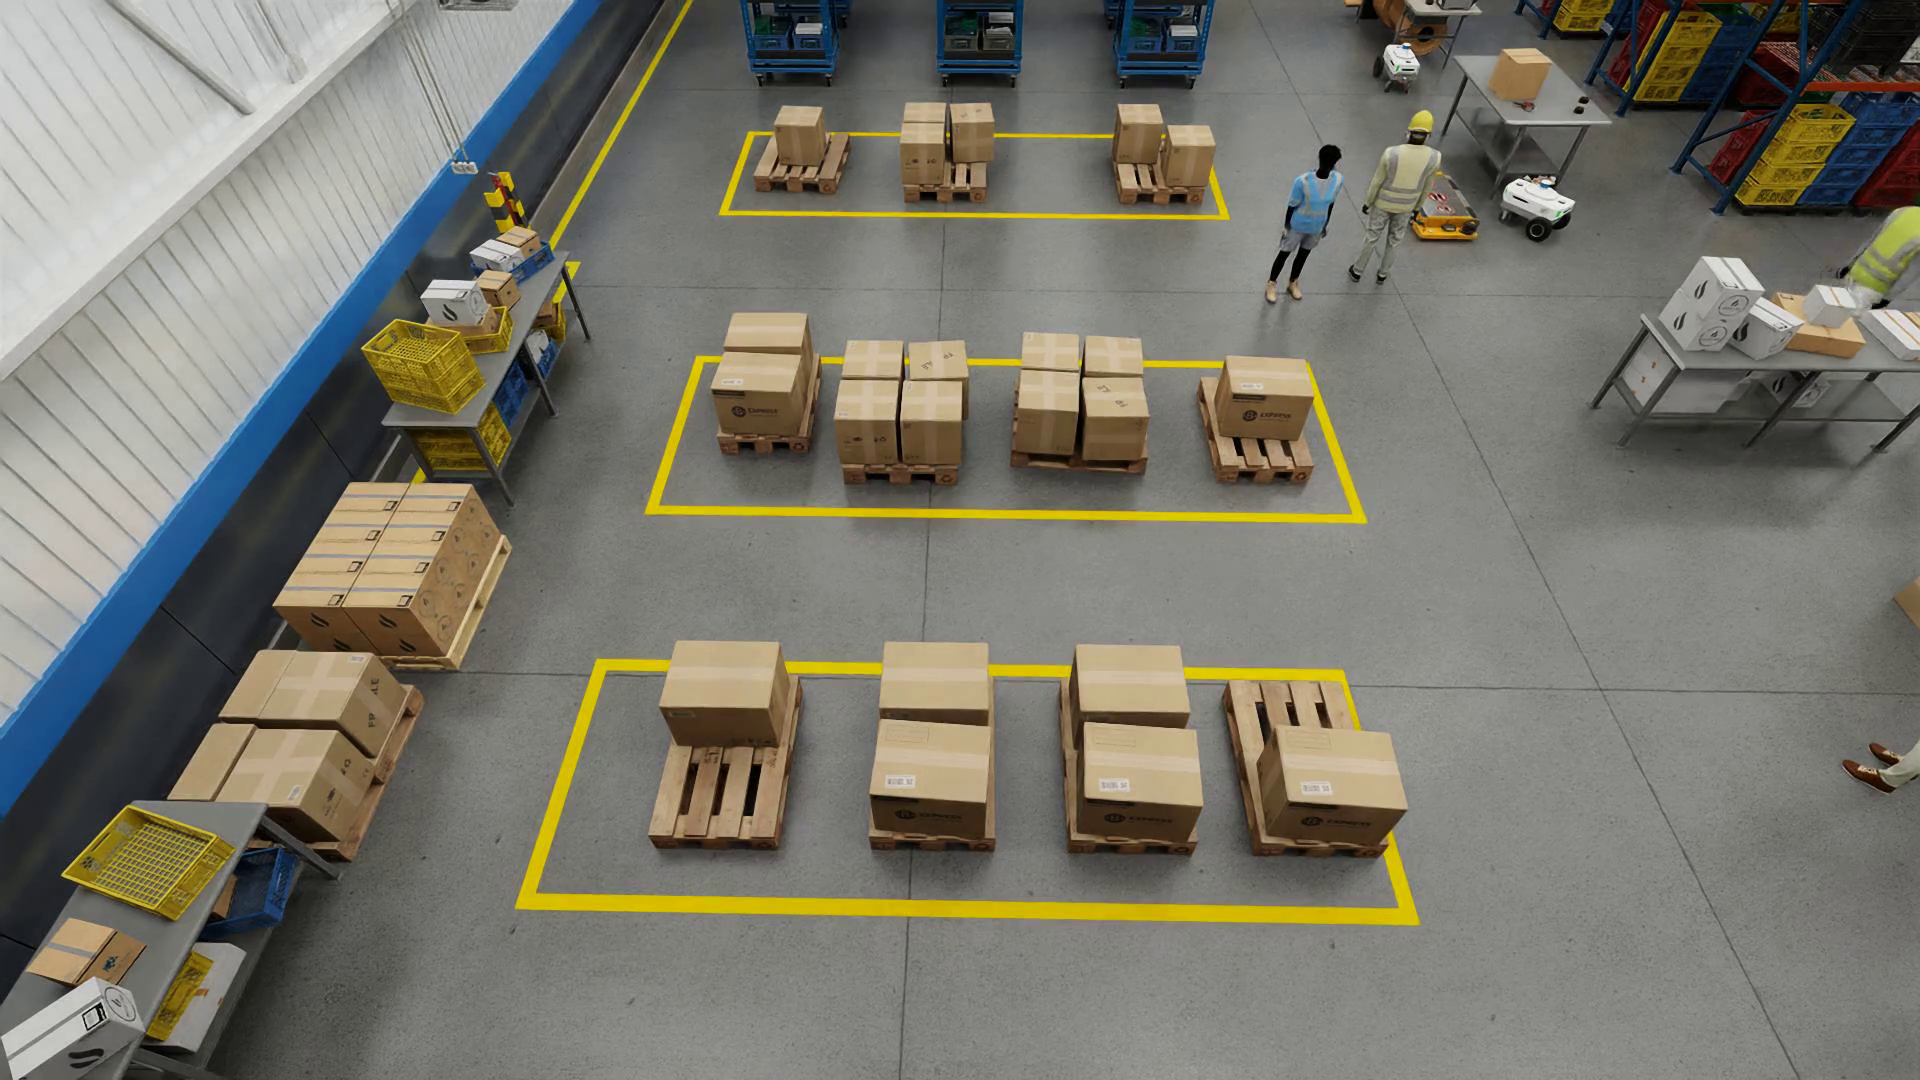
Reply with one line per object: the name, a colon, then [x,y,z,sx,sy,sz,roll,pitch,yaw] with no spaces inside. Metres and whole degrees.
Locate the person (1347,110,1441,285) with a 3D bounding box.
person: [4.524,-3.524,9.546,0.586,1.823,0.403,10,50,8]

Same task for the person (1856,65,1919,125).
person: [12.234,-6.133,11.767,0.609,1.880,0.344,0,49,0]

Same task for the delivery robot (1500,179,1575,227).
delivery robot: [6.723,-3.952,10.690,0.477,0.478,0.707,-31,56,-24]

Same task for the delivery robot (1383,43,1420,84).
delivery robot: [6.381,-6.917,13.256,0.477,0.478,0.707,2,49,2]

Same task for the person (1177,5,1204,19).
person: [3.819,-9.170,14.560,0.542,1.633,0.314,35,57,26]

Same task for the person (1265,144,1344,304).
person: [3.531,-3.214,9.358,0.537,1.698,0.320,-7,50,-6]

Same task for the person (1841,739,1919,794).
person: [6.313,0.977,5.627,0.508,1.862,0.332,-20,52,-17]

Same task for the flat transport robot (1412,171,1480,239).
flat transport robot: [5.692,-4.094,11.059,0.652,0.197,1.431,1,49,1]
